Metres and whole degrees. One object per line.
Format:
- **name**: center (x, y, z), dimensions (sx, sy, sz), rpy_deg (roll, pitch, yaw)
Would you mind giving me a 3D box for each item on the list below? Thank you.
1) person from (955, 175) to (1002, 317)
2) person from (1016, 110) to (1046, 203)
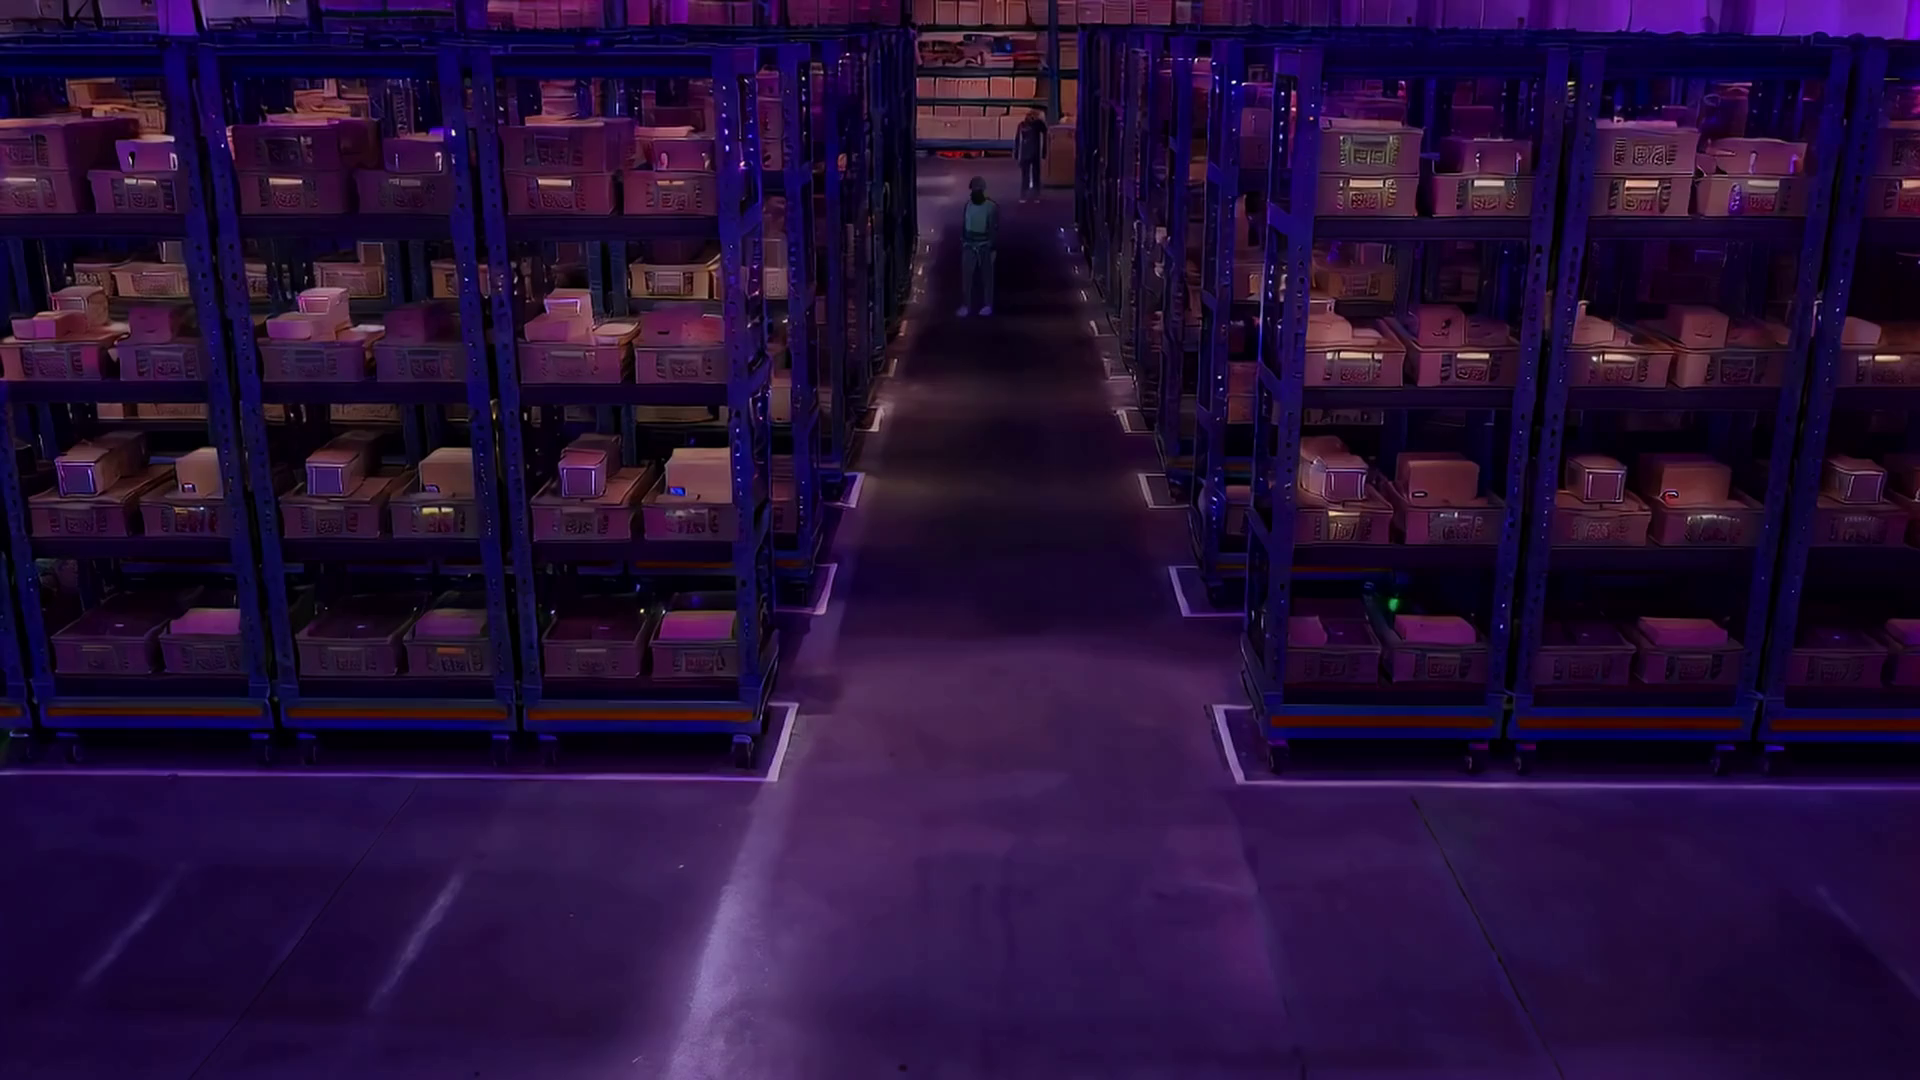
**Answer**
- **person**: center (0.223, -3.765, 21.408), dimensions (0.598, 1.803, 0.766), rpy_deg (8, 19, 24)
- **person**: center (1.468, -8.001, 34.731), dimensions (0.641, 1.913, 0.407), rpy_deg (-4, 18, -14)
